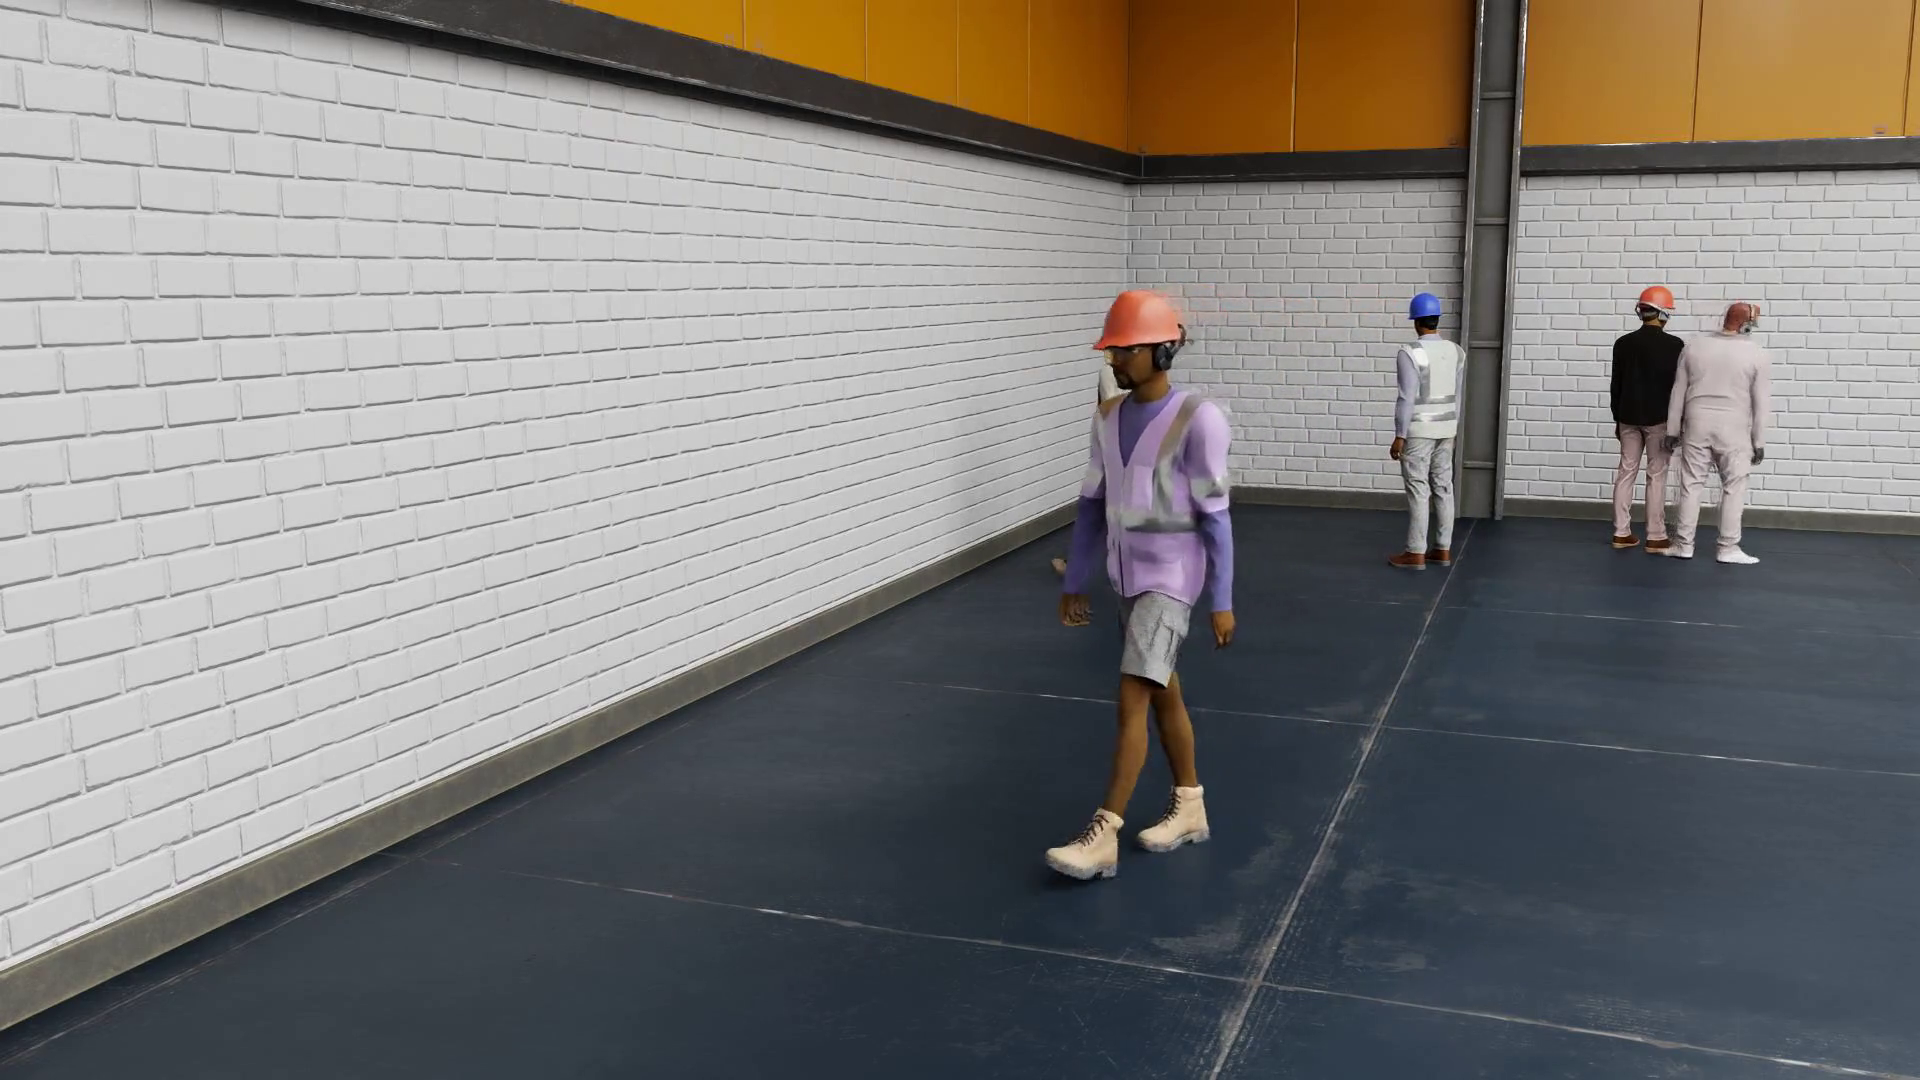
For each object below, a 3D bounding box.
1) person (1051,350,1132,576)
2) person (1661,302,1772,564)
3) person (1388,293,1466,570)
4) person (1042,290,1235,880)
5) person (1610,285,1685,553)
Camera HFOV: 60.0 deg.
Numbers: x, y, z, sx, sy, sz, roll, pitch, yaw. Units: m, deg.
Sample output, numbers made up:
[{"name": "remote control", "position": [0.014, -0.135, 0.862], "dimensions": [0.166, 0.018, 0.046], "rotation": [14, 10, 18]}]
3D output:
[{"name": "person", "position": [1.034, -0.590, 11.131], "dimensions": [0.880, 1.799, 0.538], "rotation": [9, 13, 44]}, {"name": "person", "position": [5.460, -0.768, 12.038], "dimensions": [0.744, 1.873, 0.394], "rotation": [7, 12, 39]}, {"name": "person", "position": [3.280, -0.762, 11.742], "dimensions": [0.607, 1.943, 0.403], "rotation": [-5, 10, -30]}, {"name": "person", "position": [0.552, 0.156, 5.764], "dimensions": [0.942, 2.004, 0.645], "rotation": [-6, 11, -32]}, {"name": "person", "position": [5.166, -0.904, 12.478], "dimensions": [0.376, 1.995, 0.611], "rotation": [-6, 11, -34]}]
